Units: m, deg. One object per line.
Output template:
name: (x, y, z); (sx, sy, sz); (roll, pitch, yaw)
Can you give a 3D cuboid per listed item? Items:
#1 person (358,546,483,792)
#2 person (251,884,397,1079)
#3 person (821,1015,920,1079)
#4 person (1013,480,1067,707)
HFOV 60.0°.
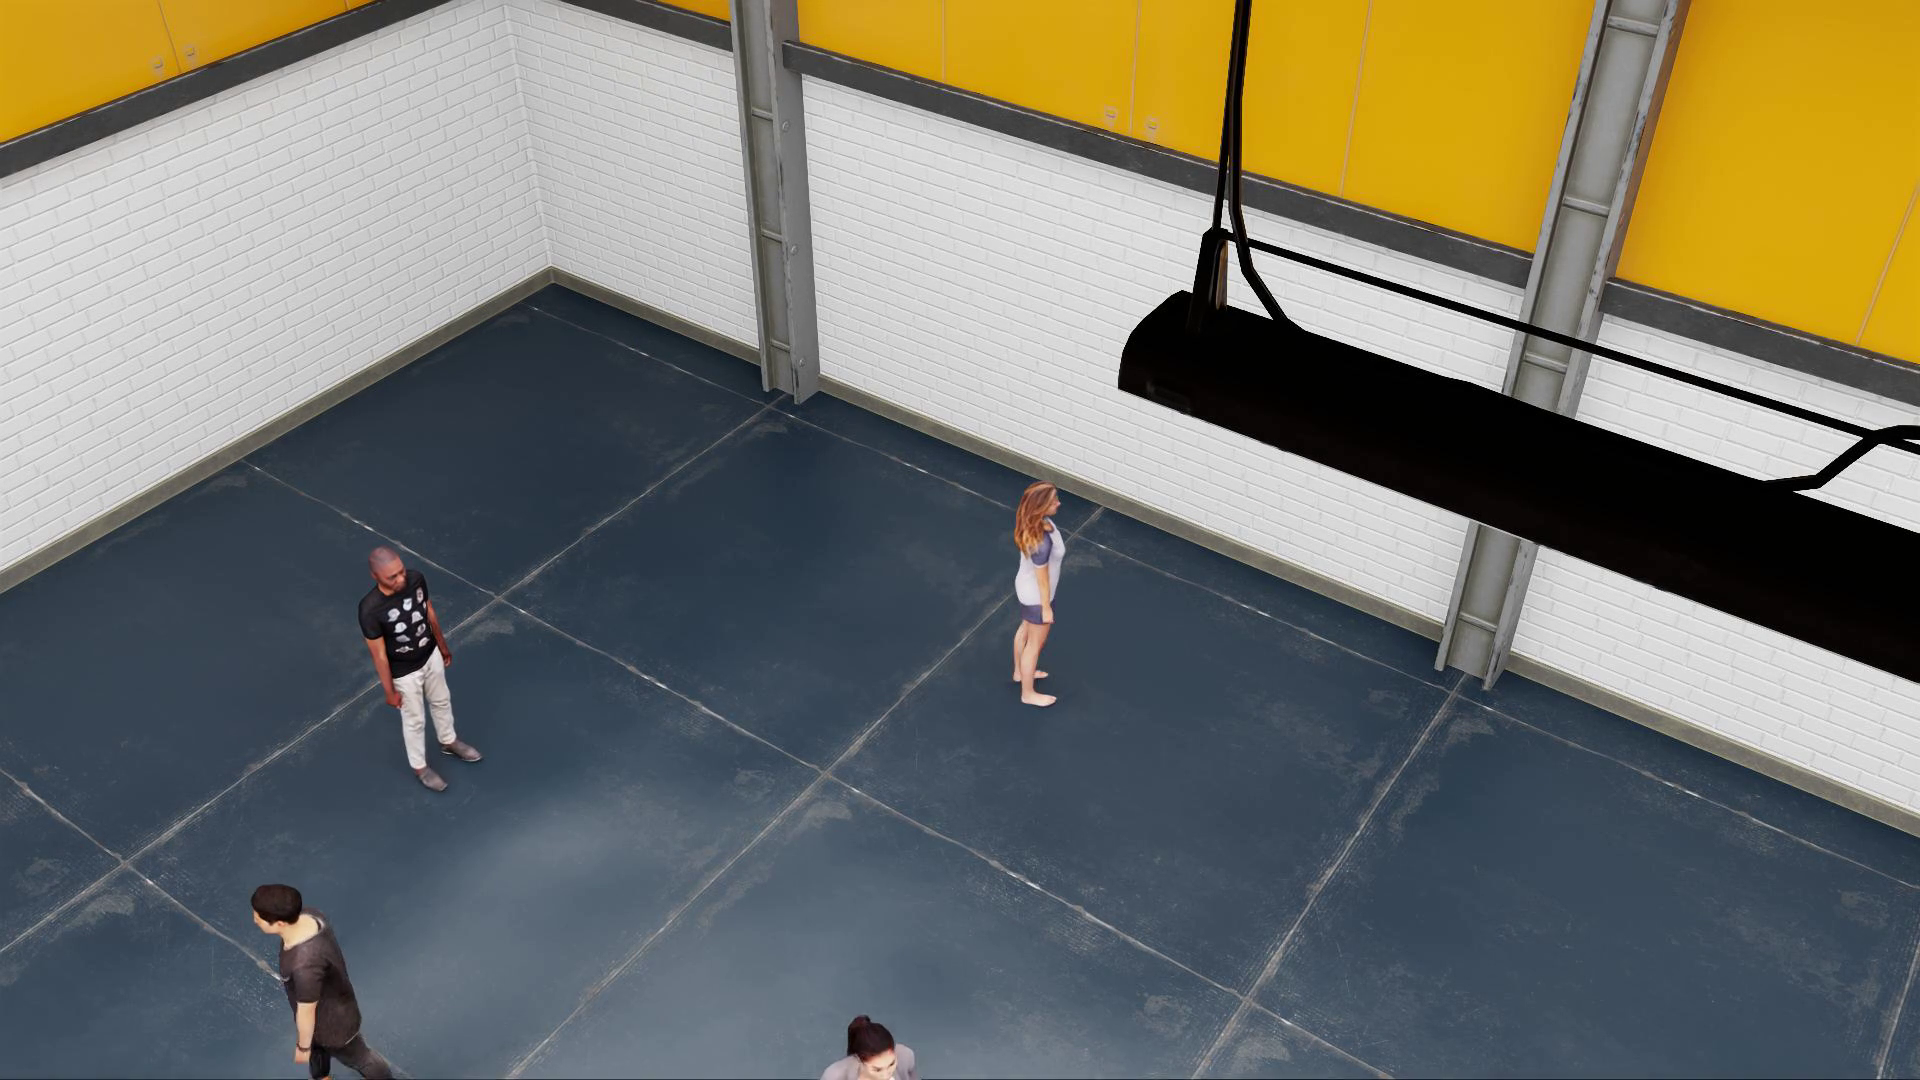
person: (-3.335, 0.741, 10.102); (0.626, 1.801, 0.680); (19, 43, 23)
person: (-3.067, 2.286, 8.254); (0.913, 1.693, 0.904); (-16, 41, -19)
person: (-0.457, 2.701, 7.775); (0.904, 1.644, 1.042); (-15, 41, -18)
person: (0.473, 0.328, 10.678); (0.731, 1.730, 0.684); (-4, 39, -5)
